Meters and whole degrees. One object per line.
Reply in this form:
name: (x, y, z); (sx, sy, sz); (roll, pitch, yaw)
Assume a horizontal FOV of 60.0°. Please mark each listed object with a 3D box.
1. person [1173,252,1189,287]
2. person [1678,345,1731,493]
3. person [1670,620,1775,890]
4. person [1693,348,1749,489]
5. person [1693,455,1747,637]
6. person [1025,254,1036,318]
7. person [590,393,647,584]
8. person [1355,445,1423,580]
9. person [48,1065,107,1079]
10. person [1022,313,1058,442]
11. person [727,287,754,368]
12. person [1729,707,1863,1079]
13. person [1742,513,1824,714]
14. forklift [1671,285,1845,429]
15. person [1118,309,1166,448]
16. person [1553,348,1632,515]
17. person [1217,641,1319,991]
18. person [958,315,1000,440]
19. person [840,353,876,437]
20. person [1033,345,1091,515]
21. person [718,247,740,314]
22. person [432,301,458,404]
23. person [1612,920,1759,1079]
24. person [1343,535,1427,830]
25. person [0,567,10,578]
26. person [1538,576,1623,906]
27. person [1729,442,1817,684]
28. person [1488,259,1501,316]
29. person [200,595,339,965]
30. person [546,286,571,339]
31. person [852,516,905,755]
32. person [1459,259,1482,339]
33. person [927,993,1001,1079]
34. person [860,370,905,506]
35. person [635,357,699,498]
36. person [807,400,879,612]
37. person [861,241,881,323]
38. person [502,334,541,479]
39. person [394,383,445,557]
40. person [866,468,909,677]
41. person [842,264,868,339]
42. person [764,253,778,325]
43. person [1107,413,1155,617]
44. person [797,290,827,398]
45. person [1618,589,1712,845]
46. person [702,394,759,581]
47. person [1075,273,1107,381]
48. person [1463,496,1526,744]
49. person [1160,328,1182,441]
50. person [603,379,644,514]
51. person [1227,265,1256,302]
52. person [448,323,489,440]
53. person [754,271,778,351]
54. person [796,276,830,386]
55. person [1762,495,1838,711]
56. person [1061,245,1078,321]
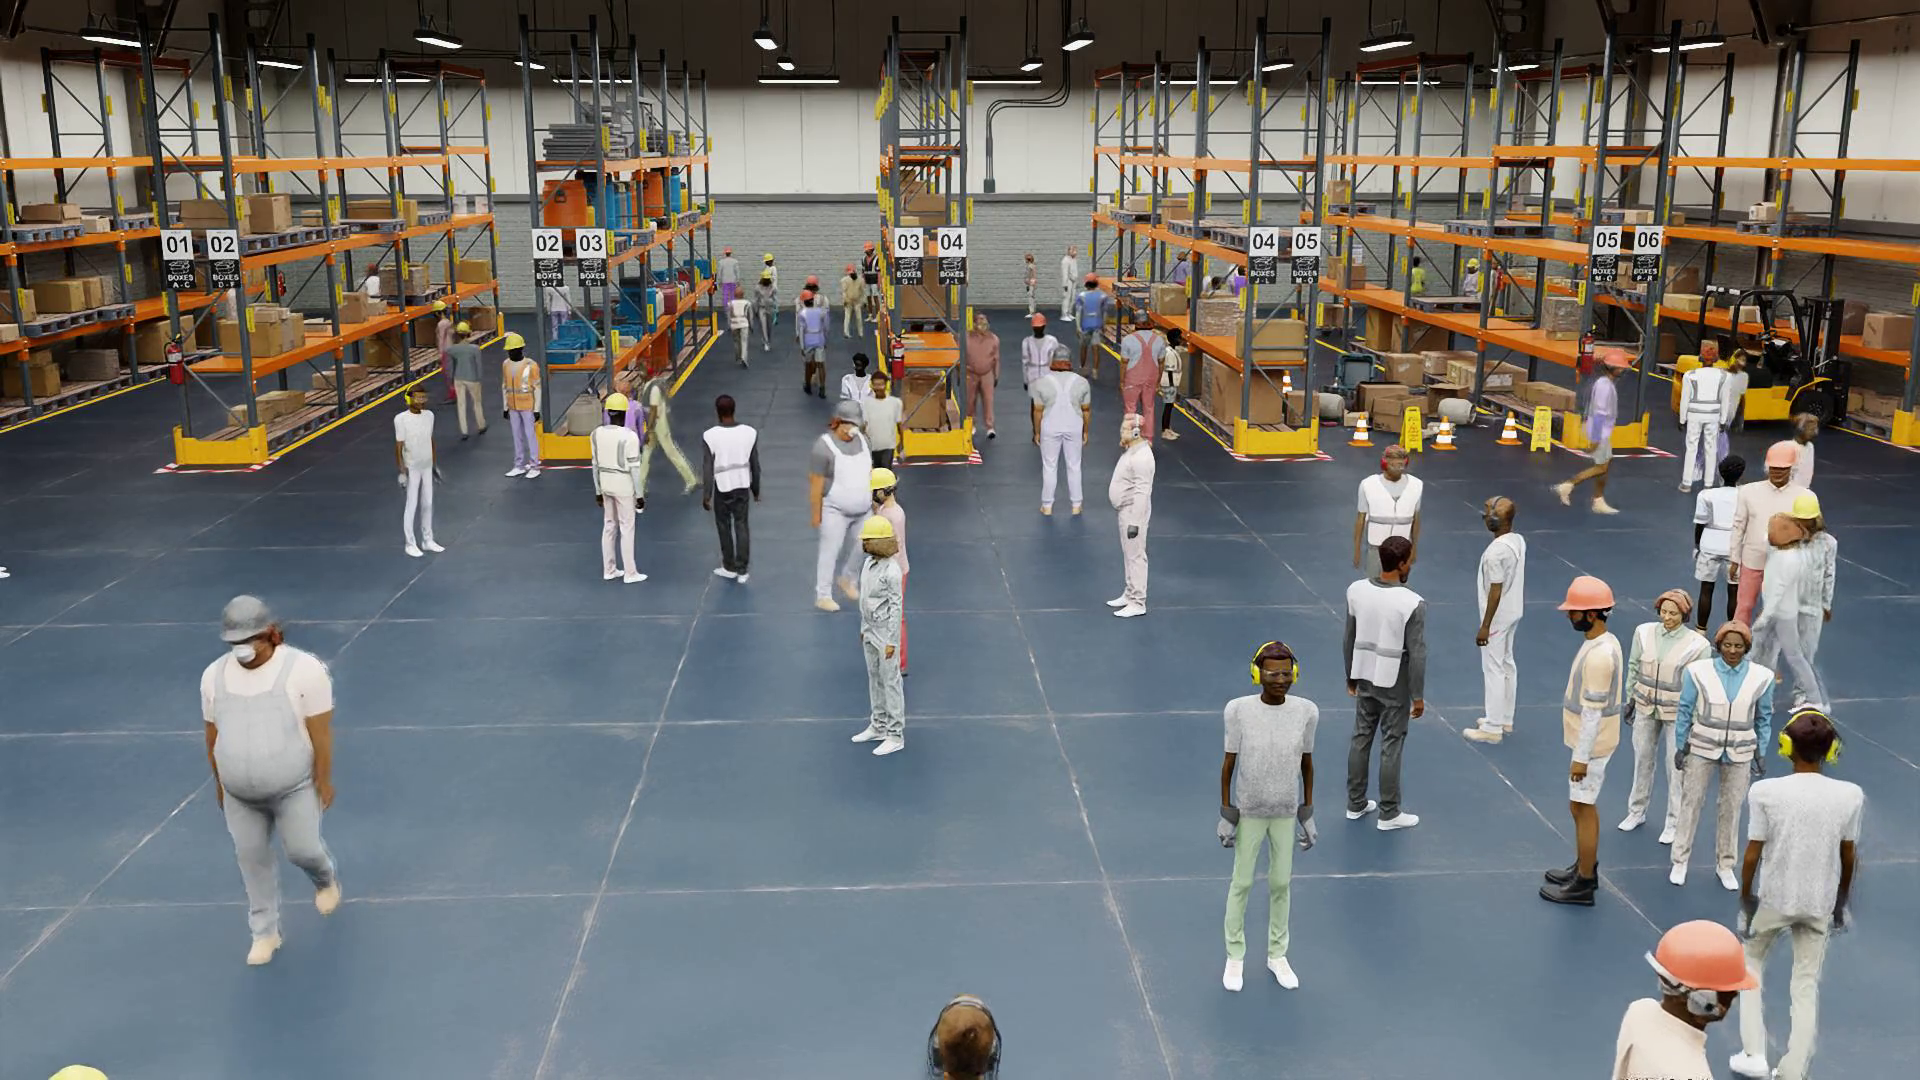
person: (5.835, -6.785, 43.884); (0.501, 1.631, 0.287); (13, 18, 43)
person: (9.411, -1.526, 21.073); (0.575, 1.882, 0.355); (3, 14, 12)
person: (4.478, 1.259, 9.791); (0.517, 1.639, 0.314); (4, 14, 15)
person: (9.871, -1.595, 21.532); (0.526, 1.816, 0.932); (-3, 14, -14)
person: (6.706, 0.096, 14.596); (0.529, 1.697, 0.321); (7, 15, 27)
person: (1.818, -6.569, 42.984); (0.318, 1.631, 0.514); (3, 14, 12)
person: (-3.429, -0.520, 16.743); (0.589, 1.918, 0.393); (8, 15, 29)
person: (3.716, 0.060, 14.483); (0.579, 1.829, 0.415); (-2, 13, -7)
person: (-2.513, 2.352, 4.885); (0.523, 1.772, 0.308); (-9, 16, -33)
person: (1.196, -2.444, 24.870); (0.554, 1.924, 0.581); (1, 13, 5)
person: (-4.395, -4.251, 33.264); (0.531, 1.584, 0.889); (-1, 13, -4)
person: (3.830, 1.666, 7.632); (0.527, 1.851, 0.522); (3, 14, 13)
person: (6.289, 0.574, 12.815); (0.880, 1.582, 0.496); (3, 14, 11)
forklift: (12.503, -2.886, 26.166); (2.313, 2.155, 1.214); (-1, 13, -3)
person: (2.619, -2.360, 24.265); (0.684, 2.000, 0.535); (-4, 14, -17)
person: (7.549, -1.287, 19.773); (0.683, 2.017, 0.639); (6, 14, 23)
person: (1.593, 1.421, 8.605); (0.520, 1.876, 0.326); (-1, 13, -3)
person: (0.287, -2.450, 25.056); (0.663, 1.854, 1.004); (-1, 13, -5)
person: (-1.307, -1.621, 21.875); (0.529, 1.694, 0.321); (0, 13, -1)
person: (1.203, -1.322, 19.868); (0.688, 2.000, 0.536); (-1, 13, -3)
person: (-6.106, -6.866, 43.976); (0.573, 1.746, 0.346); (-3, 14, -12)
person: (-8.823, -3.202, 28.440); (0.333, 1.761, 0.525); (-1, 13, -3)
person: (2.252, 2.142, 5.315); (0.407, 1.984, 0.621); (2, 13, 10)
person: (2.717, 0.909, 10.677); (0.376, 1.917, 0.599); (-10, 17, -37)
person: (-9.954, -0.476, 16.943); (0.310, 1.735, 0.484); (-8, 16, -32)
person: (3.609, 1.155, 9.642); (0.391, 1.923, 0.549); (5, 14, 20)
person: (6.609, 0.185, 13.580); (0.612, 1.995, 0.392); (7, 15, 26)
person: (13.150, -6.097, 40.969); (0.283, 1.631, 0.503); (9, 16, 33)
person: (-3.730, 1.247, 8.985); (0.698, 2.000, 0.653); (0, 13, -2)
person: (-8.545, -4.866, 35.470); (0.522, 1.769, 0.312); (-1, 13, -4)
person: (-0.589, 0.678, 12.032); (0.294, 1.744, 0.487); (-8, 15, -30)
person: (11.781, -5.550, 38.247); (0.403, 1.827, 0.604); (-4, 14, -16)
person: (-0.006, 2.279, 5.111); (0.519, 1.819, 0.897); (-1, 13, -5)
person: (-0.901, -1.093, 19.362); (0.526, 1.838, 0.885); (2, 13, 8)
person: (-3.741, -1.401, 20.766); (0.992, 1.790, 0.587); (-7, 15, -26)
person: (-1.078, -0.342, 15.717); (0.696, 2.000, 0.537); (-11, 17, -40)
person: (-2.240, -6.450, 41.630); (0.612, 2.029, 0.410); (10, 17, 36)
person: (-5.820, -1.772, 22.023); (0.593, 1.922, 0.383); (6, 15, 24)
person: (-5.810, -0.761, 17.868); (0.310, 1.864, 0.533); (8, 16, 32)
person: (-0.600, 0.265, 13.767); (0.342, 1.752, 0.532); (-4, 14, -17)
person: (-2.401, -5.449, 38.018); (0.604, 1.730, 0.379); (-3, 14, -12)
person: (-4.697, -6.204, 41.150); (0.318, 1.764, 0.522); (-8, 16, -32)
person: (1.595, -0.240, 15.565); (0.409, 1.913, 0.642); (-1, 13, -3)
person: (-2.585, -3.448, 29.249); (0.563, 1.880, 0.986); (-4, 14, -15)
person: (4.449, 1.097, 10.502); (0.312, 1.633, 0.514); (-11, 17, -39)
person: (-2.318, -0.528, 16.797); (0.633, 1.905, 0.551); (-8, 16, -31)
person: (2.474, -4.044, 31.521); (0.616, 1.988, 1.057); (-1, 13, -3)
person: (3.950, 0.583, 12.219); (0.327, 1.842, 0.511); (11, 17, 38)
person: (3.159, -2.337, 24.925); (0.319, 1.689, 0.539); (2, 13, 10)
person: (-3.984, -1.094, 19.790); (0.514, 1.630, 0.315); (-9, 16, -35)
person: (6.103, -5.037, 36.050); (0.624, 1.837, 0.430); (4, 14, 16)
person: (-7.444, -2.417, 25.159); (0.556, 1.722, 0.865); (0, 13, -1)
person: (-4.216, -4.990, 36.132); (0.491, 1.707, 0.880); (-4, 14, -18)
person: (-2.713, -3.880, 30.829); (0.605, 1.979, 1.032); (2, 13, 8)
person: (6.464, 0.497, 12.835); (0.497, 1.734, 0.328); (3, 14, 10)
person: (2.760, -6.491, 42.084); (0.403, 1.898, 0.755); (5, 14, 20)
